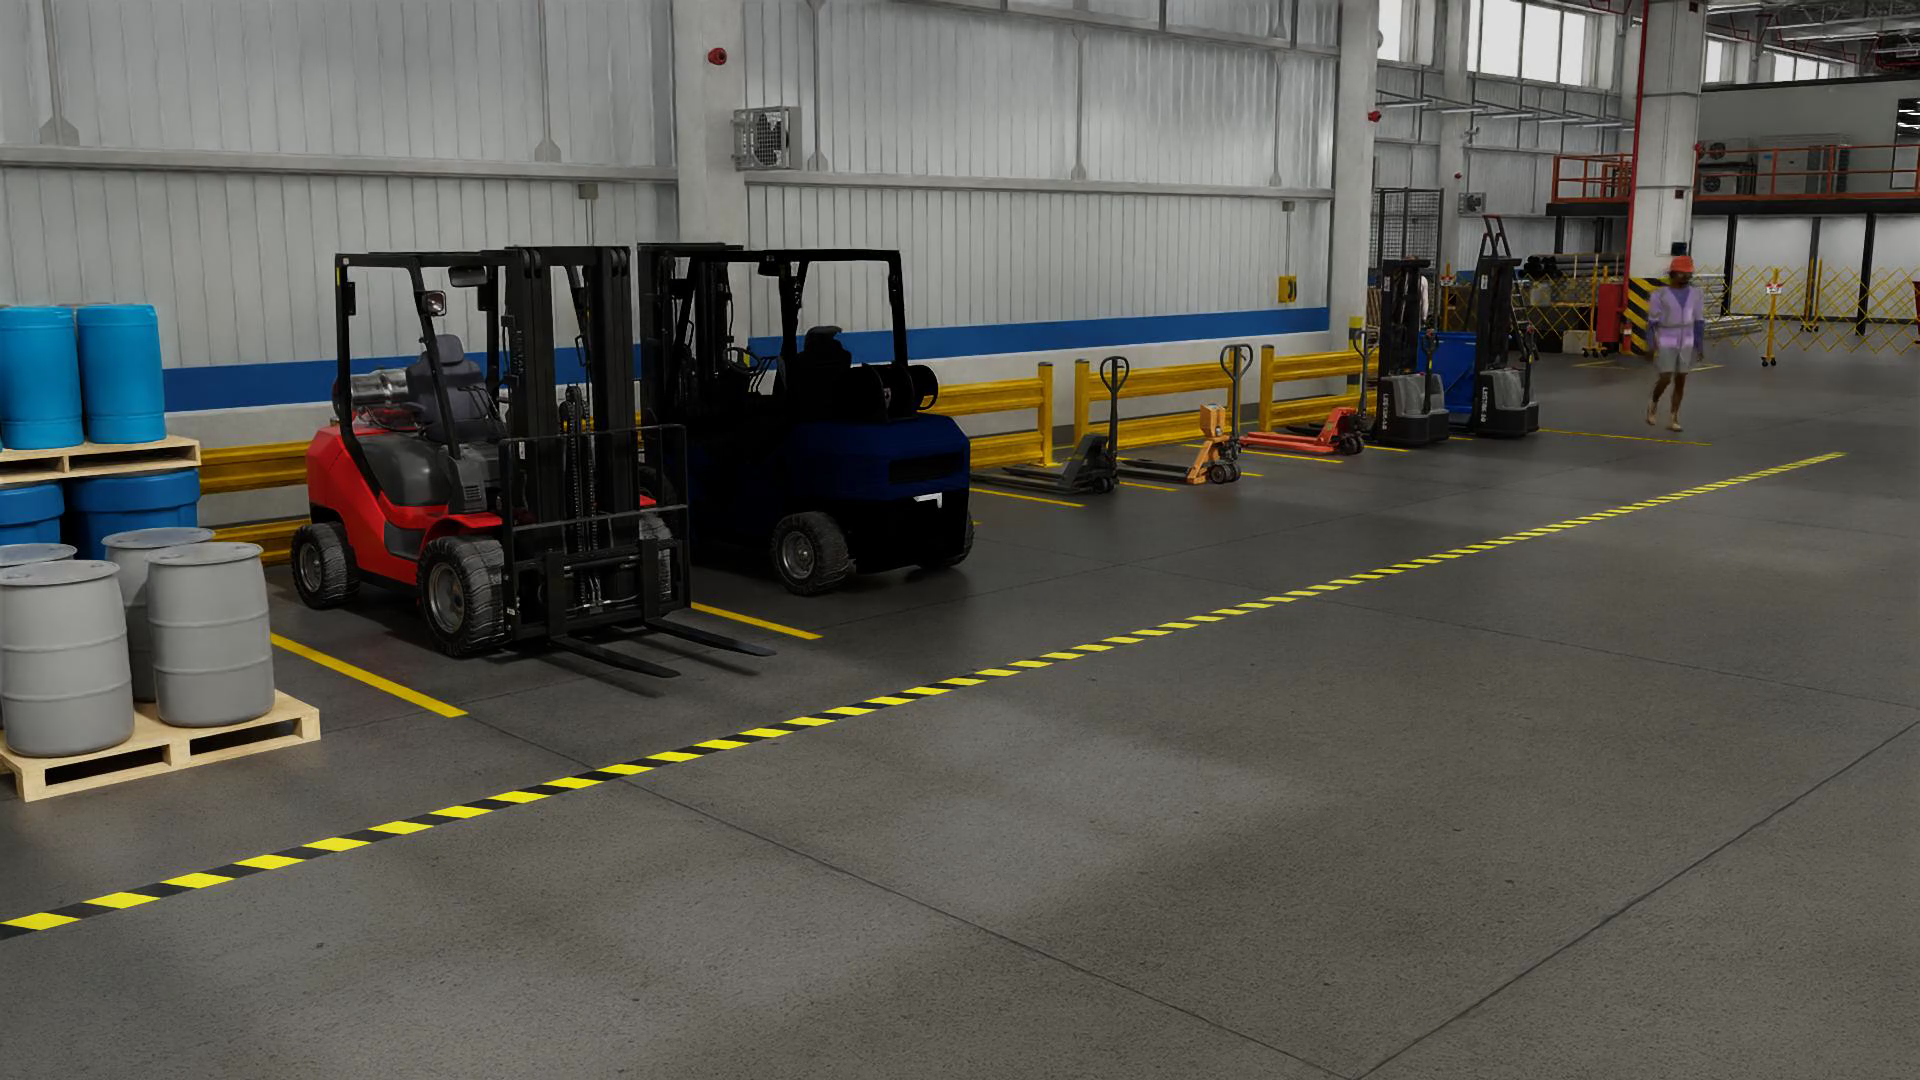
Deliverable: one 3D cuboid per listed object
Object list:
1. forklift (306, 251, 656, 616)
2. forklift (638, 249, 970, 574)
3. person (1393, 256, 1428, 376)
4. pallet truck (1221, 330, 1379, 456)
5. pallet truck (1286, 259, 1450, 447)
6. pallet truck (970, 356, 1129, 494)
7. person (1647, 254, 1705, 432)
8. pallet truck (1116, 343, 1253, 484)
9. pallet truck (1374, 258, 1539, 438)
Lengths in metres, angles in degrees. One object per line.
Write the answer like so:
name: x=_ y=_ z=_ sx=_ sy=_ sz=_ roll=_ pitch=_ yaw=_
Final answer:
forklift: x=-2.833 y=-0.669 z=9.694 sx=1.157 sy=1.987 sz=2.680 roll=-10 pitch=14 yaw=-44
forklift: x=-1.173 y=-0.958 z=11.239 sx=2.680 sy=1.987 sz=1.157 roll=10 pitch=14 yaw=43
person: x=7.147 y=-3.576 z=26.610 sx=0.654 sy=1.906 sz=0.406 roll=3 pitch=11 yaw=17
pallet truck: x=3.563 y=-1.581 z=17.381 sx=0.653 sy=1.274 sz=1.630 roll=-10 pitch=14 yaw=-44
pallet truck: x=4.493 y=-2.078 z=18.196 sx=0.823 sy=1.965 sz=1.885 roll=-9 pitch=14 yaw=-40
pallet truck: x=0.784 y=-1.085 z=14.876 sx=0.680 sy=1.201 sz=1.601 roll=-10 pitch=14 yaw=-44
person: x=8.171 y=-2.237 z=19.000 sx=0.616 sy=2.029 sz=0.468 roll=0 pitch=10 yaw=-2
pallet truck: x=1.962 y=-1.215 z=15.415 sx=1.522 sy=1.261 sz=0.704 roll=10 pitch=14 yaw=43
pallet truck: x=5.704 y=-2.208 z=18.901 sx=1.885 sy=1.965 sz=0.823 roll=10 pitch=14 yaw=43
